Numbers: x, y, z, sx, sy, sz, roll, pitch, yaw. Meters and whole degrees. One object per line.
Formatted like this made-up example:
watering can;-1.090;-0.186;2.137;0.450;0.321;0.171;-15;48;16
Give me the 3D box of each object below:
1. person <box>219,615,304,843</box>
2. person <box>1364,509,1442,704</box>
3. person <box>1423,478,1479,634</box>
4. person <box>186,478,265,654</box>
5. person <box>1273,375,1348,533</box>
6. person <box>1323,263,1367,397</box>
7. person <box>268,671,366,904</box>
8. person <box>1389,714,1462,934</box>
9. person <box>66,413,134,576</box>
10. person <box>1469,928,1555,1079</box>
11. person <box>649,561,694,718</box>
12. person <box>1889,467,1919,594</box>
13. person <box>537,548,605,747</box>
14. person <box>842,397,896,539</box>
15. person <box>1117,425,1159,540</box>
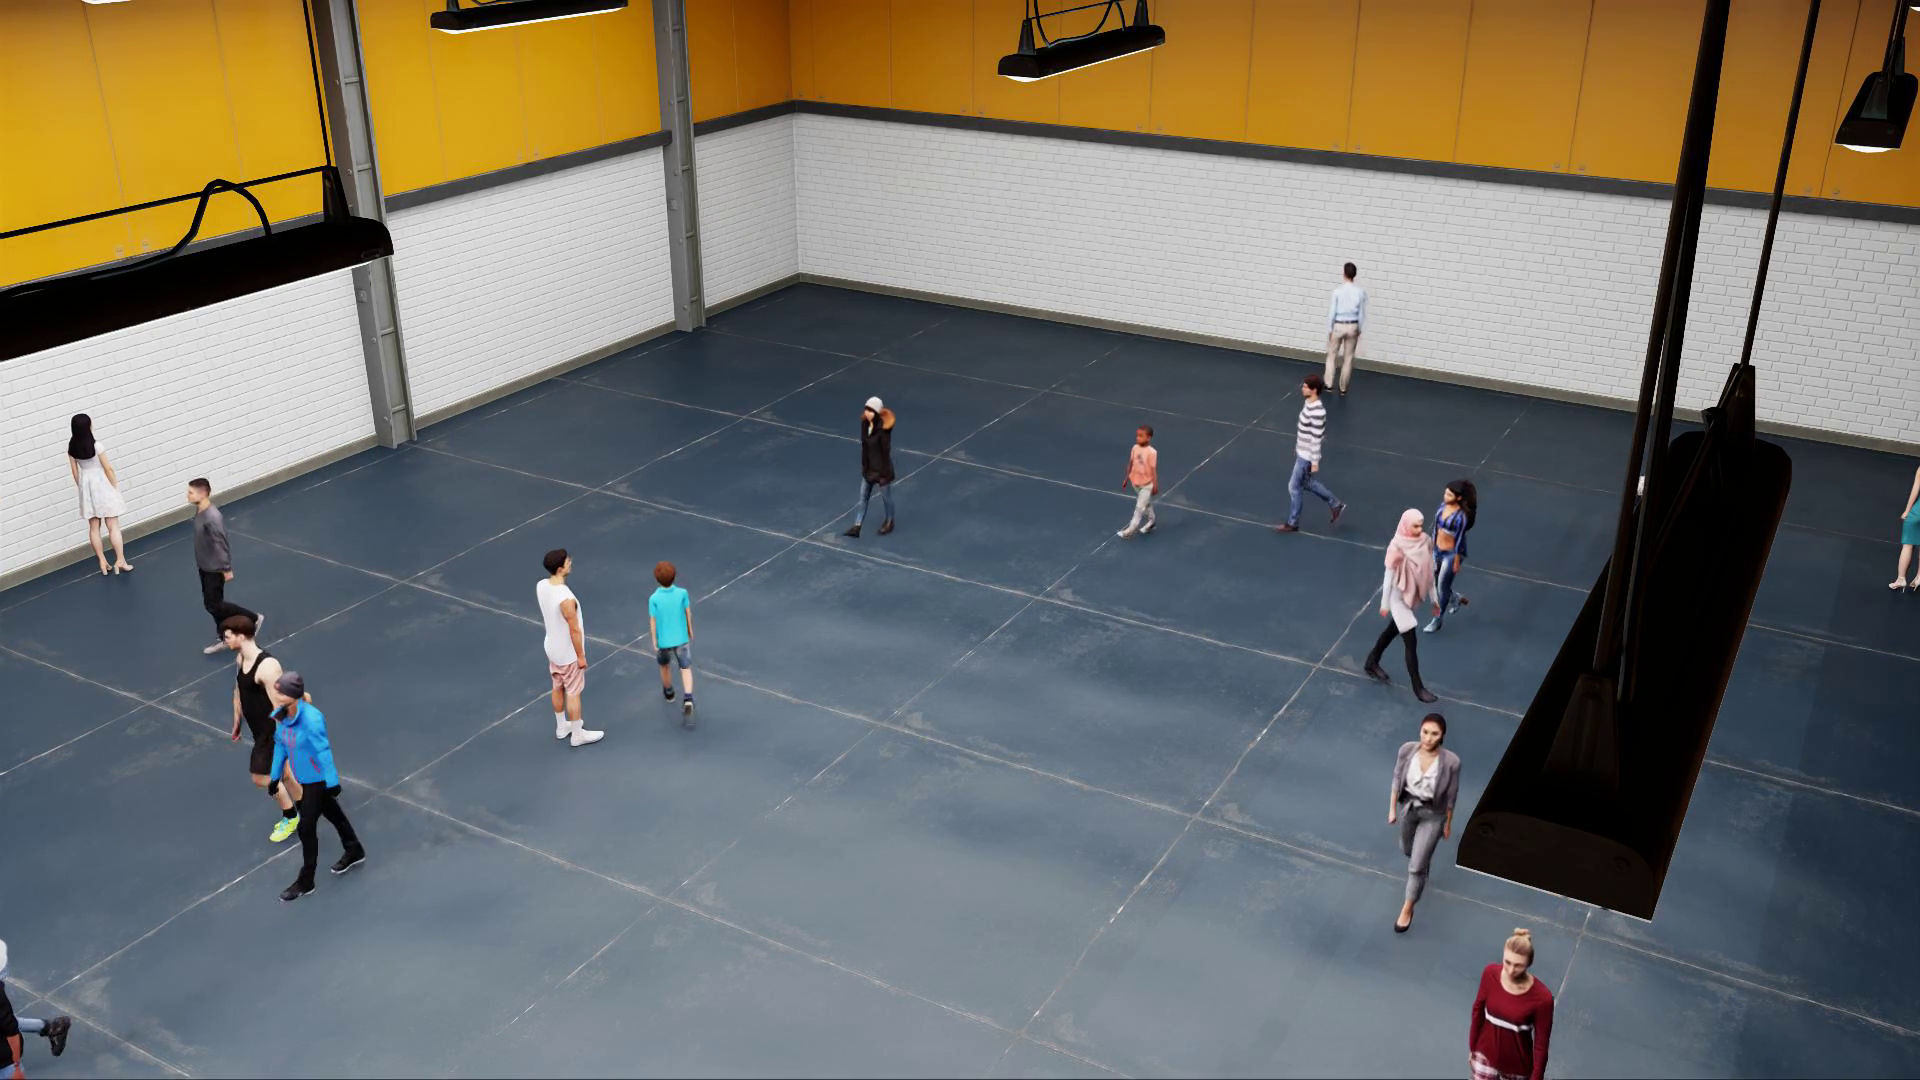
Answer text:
person;-5.291;1.412;12.923;0.767;1.866;0.771;22;32;40
person;3.960;0.547;15.045;1.195;1.751;1.065;-14;27;-30
person;4.787;0.140;16.154;0.893;1.608;0.824;-9;25;-20
person;-7.009;0.228;15.776;0.899;1.750;0.776;-18;30;-36
person;3.940;-0.943;18.359;0.992;1.826;1.083;2;24;3
person;5.278;-2.852;22.706;0.786;1.842;0.820;1;24;3
person;-4.697;1.736;12.307;0.753;1.765;1.033;20;31;39
person;3.332;1.962;11.927;0.655;1.656;1.024;15;28;31
person;-9.000;-0.480;17.363;0.762;1.775;0.790;1;24;1
person;3.177;2.972;9.599;0.697;1.670;1.013;16;28;33
person;-2.524;0.877;14.691;0.909;1.430;0.949;-8;25;-17
person;9.839;-0.260;16.971;0.618;1.687;0.636;-1;24;-1
person;-3.380;0.909;14.169;0.660;1.789;0.694;-22;32;-40
person;-0.860;-0.808;18.324;0.727;1.606;1.002;18;29;35
person;2.066;-0.654;18.380;0.936;1.280;0.683;-19;30;-37
